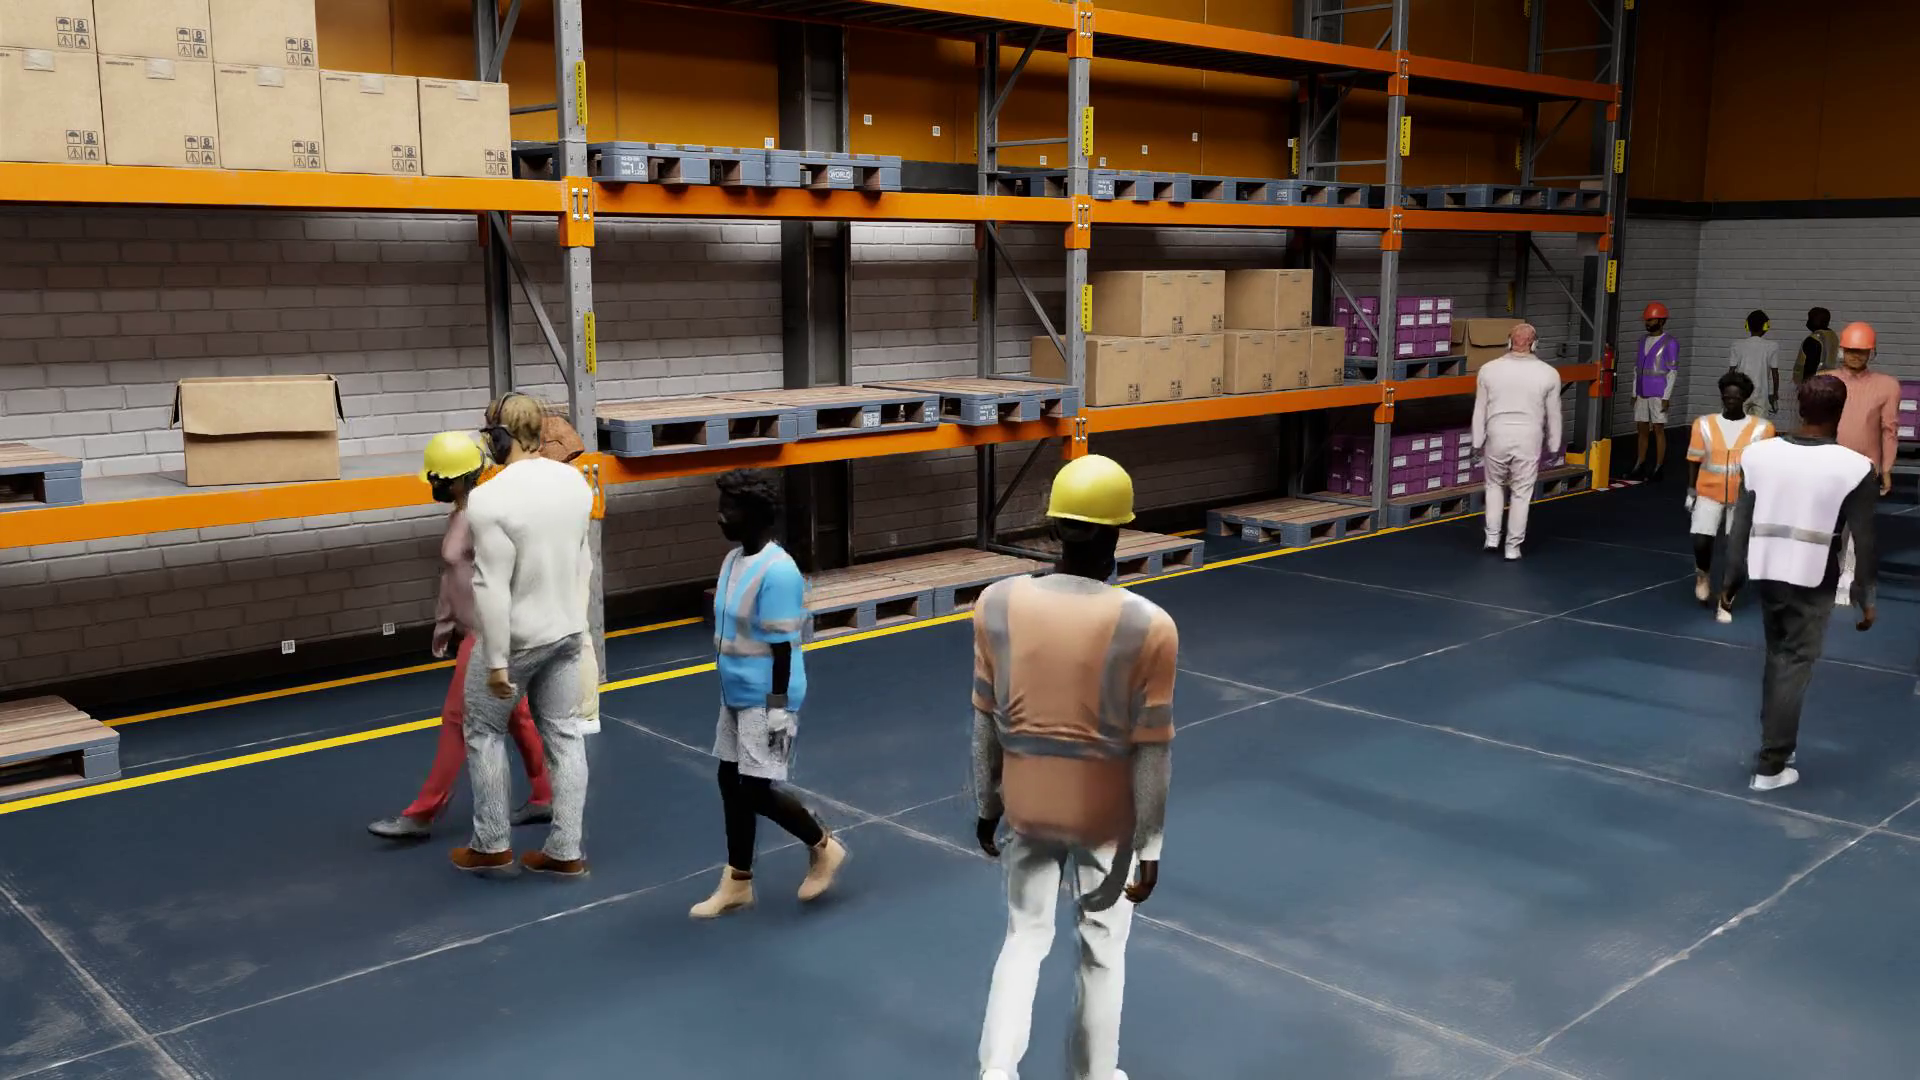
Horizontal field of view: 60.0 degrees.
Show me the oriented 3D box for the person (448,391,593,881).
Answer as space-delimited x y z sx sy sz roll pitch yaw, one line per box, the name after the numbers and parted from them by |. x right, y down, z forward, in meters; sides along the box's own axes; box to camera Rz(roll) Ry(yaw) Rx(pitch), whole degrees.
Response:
-1.736 0.377 6.494 0.618 1.924 0.641 6 11 32 | person

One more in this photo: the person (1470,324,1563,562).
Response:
4.479 -0.784 13.368 0.686 1.886 0.634 4 11 23 | person

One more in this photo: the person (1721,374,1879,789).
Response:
3.908 0.187 7.650 0.705 1.895 0.636 -7 12 -36 | person

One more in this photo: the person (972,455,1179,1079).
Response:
0.274 0.729 4.445 0.590 1.911 0.687 4 10 22 | person

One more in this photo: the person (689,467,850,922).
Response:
-0.728 0.566 6.078 0.527 1.678 0.551 -5 11 -29 | person

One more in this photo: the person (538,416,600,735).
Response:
-2.016 0.183 8.482 0.271 1.627 0.496 -4 11 -23 | person

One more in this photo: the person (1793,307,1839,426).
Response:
9.920 -1.782 19.355 0.627 1.844 0.429 -9 13 -44 | person

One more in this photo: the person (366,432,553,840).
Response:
-2.072 0.408 6.869 0.874 1.713 0.562 -4 10 -22 | person

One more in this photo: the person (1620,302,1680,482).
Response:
7.465 -1.594 17.970 0.362 1.939 0.542 -4 10 -22 | person

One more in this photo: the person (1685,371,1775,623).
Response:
5.152 -0.300 11.165 0.533 1.680 0.474 5 11 28 | person

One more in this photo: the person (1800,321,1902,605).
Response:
6.248 -0.548 11.719 0.620 1.982 0.559 6 11 30 | person

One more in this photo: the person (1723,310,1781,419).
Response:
8.366 -1.490 17.577 0.535 1.865 0.312 5 11 27 | person
